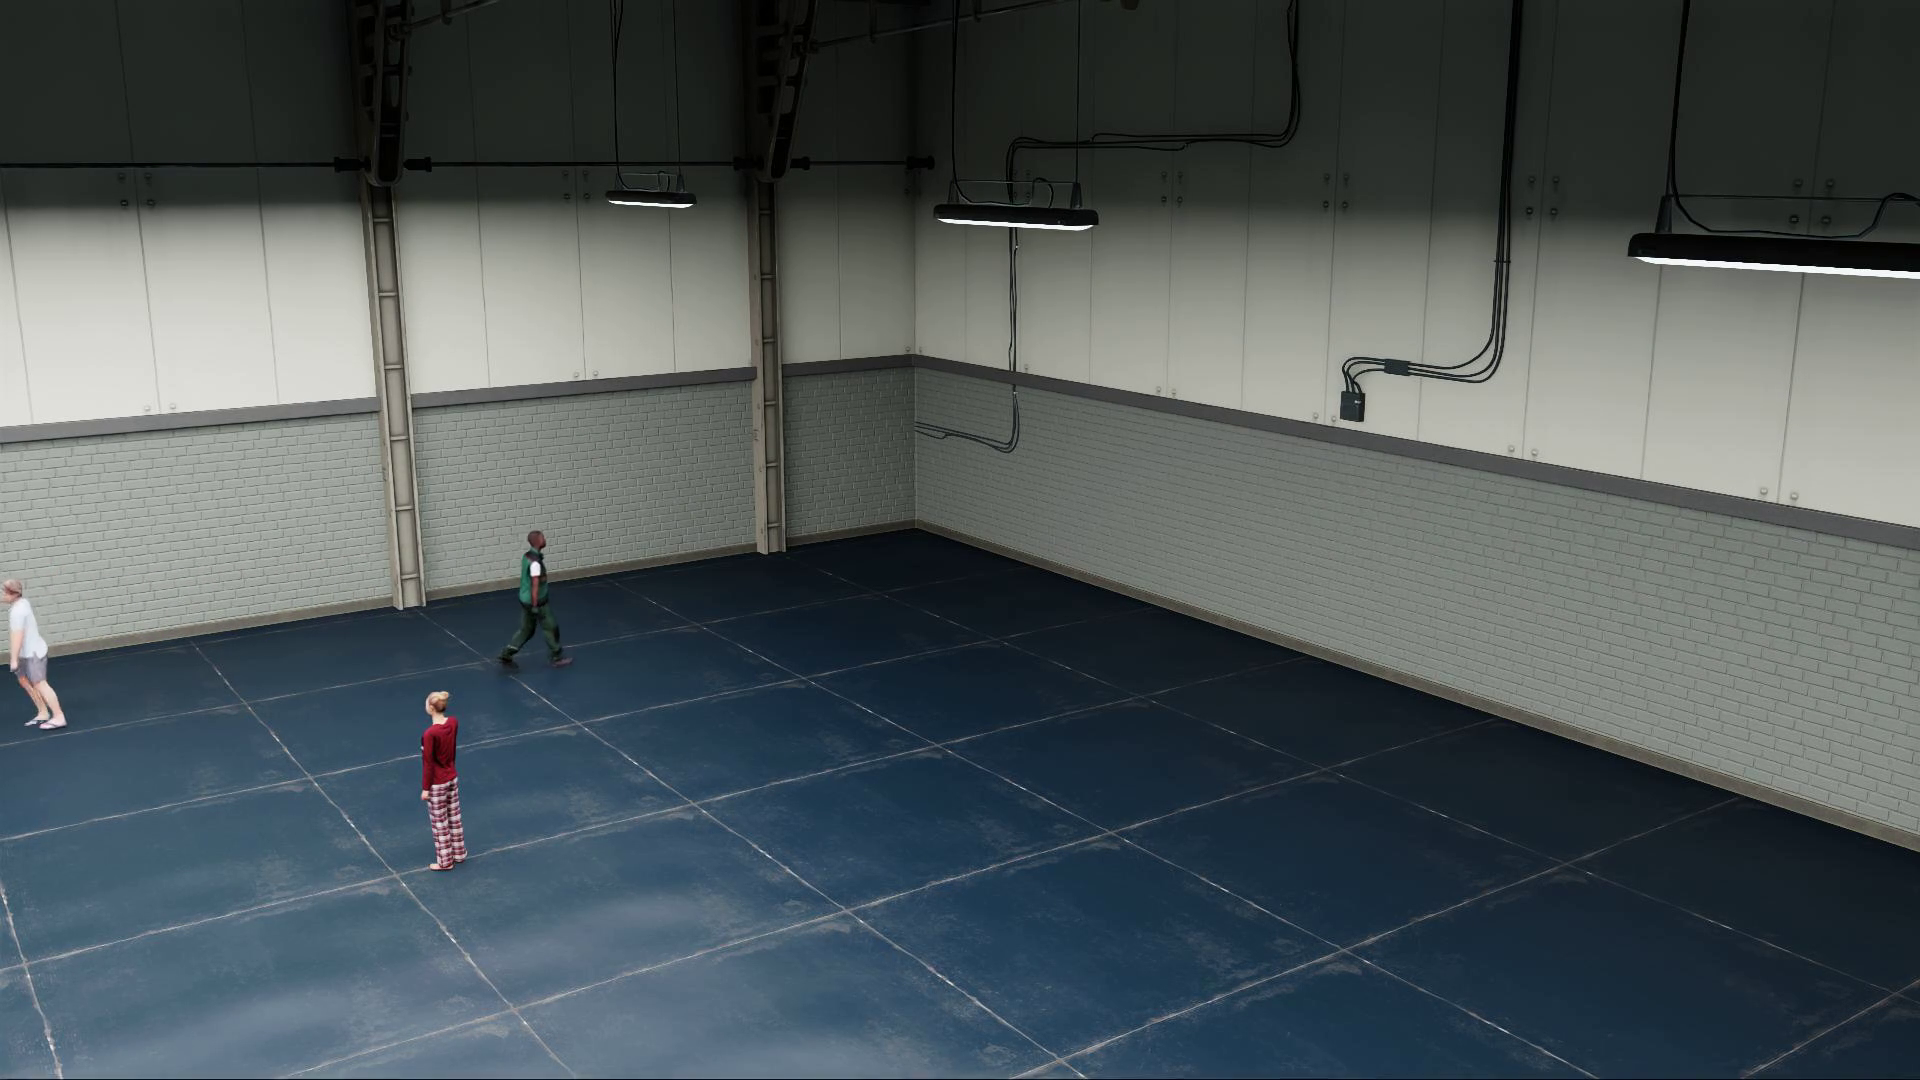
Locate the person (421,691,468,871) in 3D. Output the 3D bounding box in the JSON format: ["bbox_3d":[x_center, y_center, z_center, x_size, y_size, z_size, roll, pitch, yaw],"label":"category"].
[{"bbox_3d":[-4.757,2.190,15.257,0.740,1.698,0.646,4,14,17],"label":"person"}]

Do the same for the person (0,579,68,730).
[{"bbox_3d":[-10.493,1.289,18.928,0.751,1.796,0.713,-4,14,-17],"label":"person"}]

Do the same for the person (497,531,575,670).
[{"bbox_3d":[-5.464,0.806,21.008,1.217,1.799,0.791,-7,15,-29],"label":"person"}]
